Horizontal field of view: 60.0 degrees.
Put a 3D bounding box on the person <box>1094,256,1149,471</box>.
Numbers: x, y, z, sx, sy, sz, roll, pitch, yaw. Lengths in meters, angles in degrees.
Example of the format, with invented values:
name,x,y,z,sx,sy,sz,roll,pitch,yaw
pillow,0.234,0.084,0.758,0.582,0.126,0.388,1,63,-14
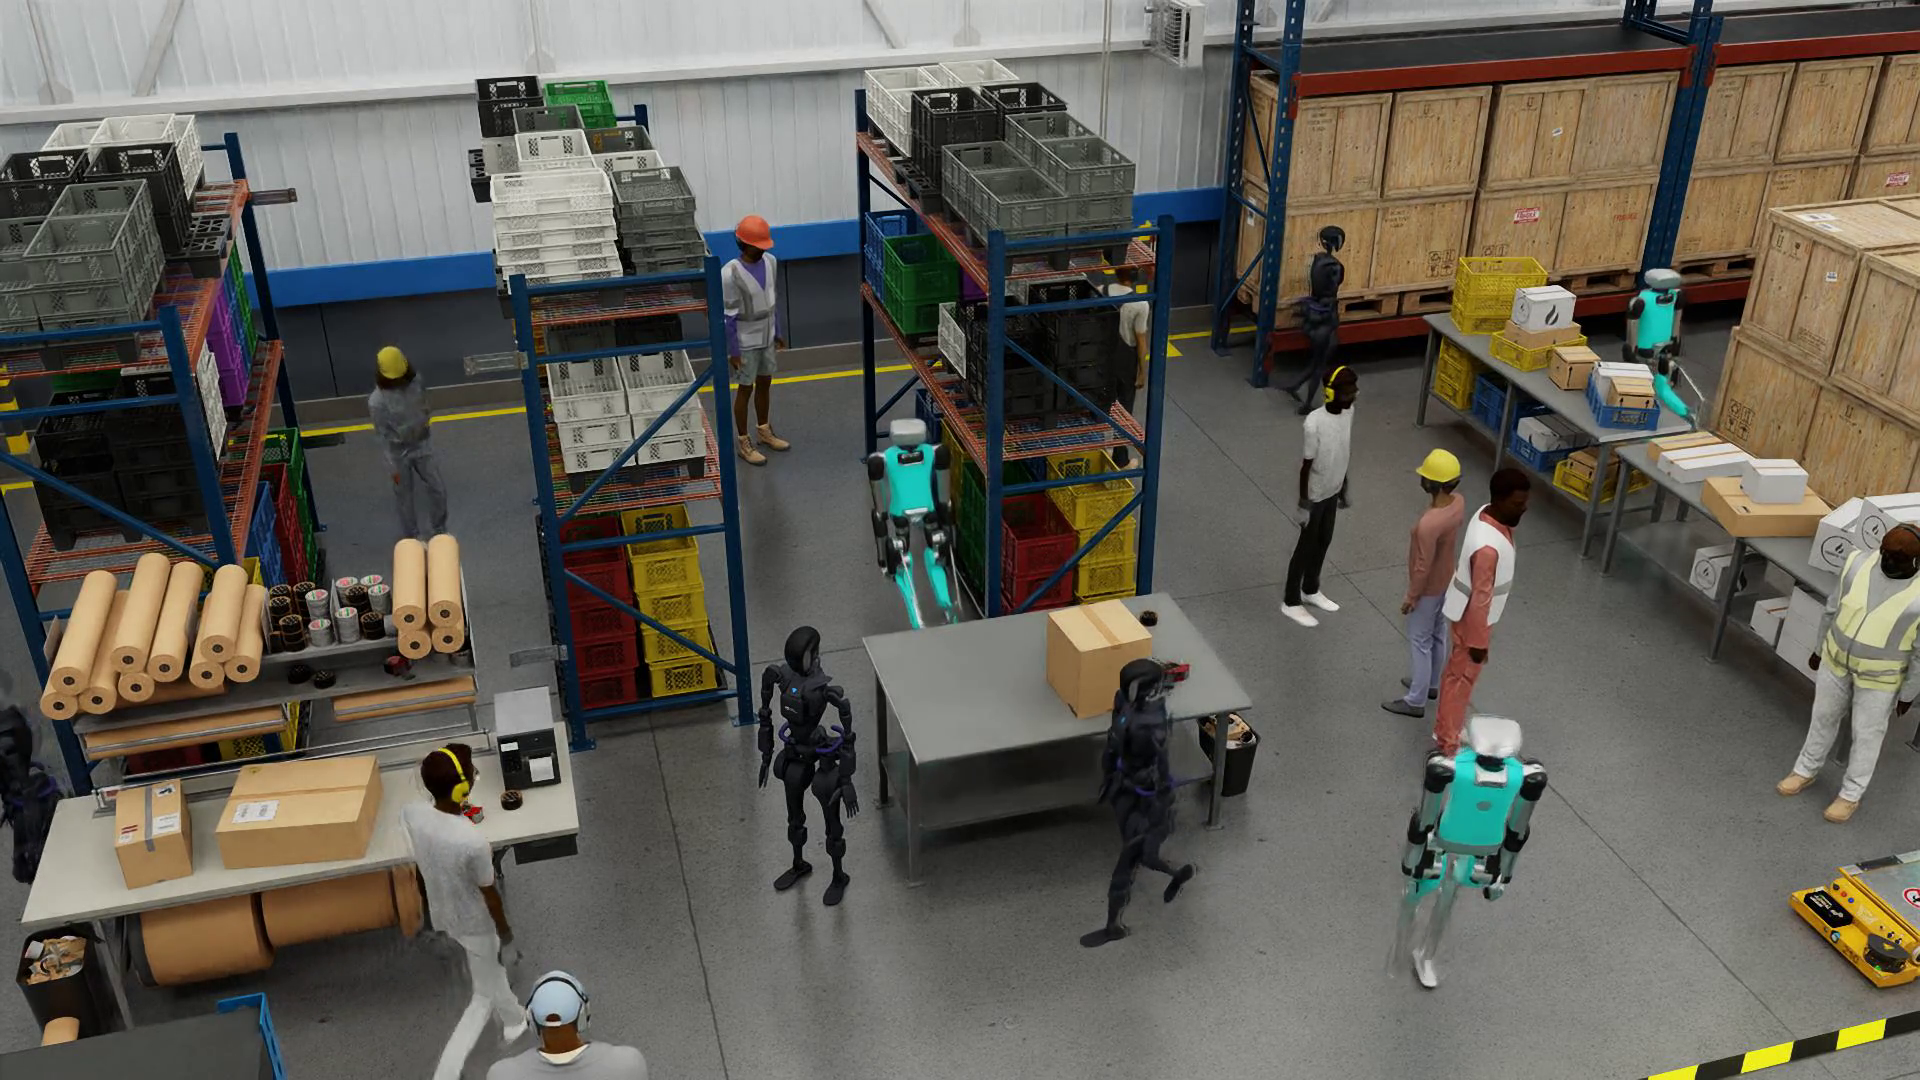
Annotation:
name,x,y,z,sx,sy,sz,roll,pitch,yaw
person,1.255,-1.386,13.062,0.498,1.838,0.349,23,36,36

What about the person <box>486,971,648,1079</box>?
name,x,y,z,sx,sy,sz,roll,pitch,yaw
person,-1.412,2.345,6.255,0.587,1.848,0.395,-5,29,-9

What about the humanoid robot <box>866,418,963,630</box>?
name,x,y,z,sx,sy,sz,roll,pitch,yaw
humanoid robot,-0.219,0.229,10.281,0.551,1.825,0.892,-7,30,-13

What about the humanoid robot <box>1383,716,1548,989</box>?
name,x,y,z,sx,sy,sz,roll,pitch,yaw
humanoid robot,2.361,1.490,7.973,0.555,1.819,0.789,3,29,5

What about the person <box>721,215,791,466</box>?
name,x,y,z,sx,sy,sz,roll,pitch,yaw
person,-1.616,-1.599,13.241,0.381,2.035,0.604,18,34,30

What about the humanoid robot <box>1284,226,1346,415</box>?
name,x,y,z,sx,sy,sz,roll,pitch,yaw
humanoid robot,3.044,-1.845,14.046,0.350,1.647,0.583,-4,29,-8

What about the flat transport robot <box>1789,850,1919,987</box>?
name,x,y,z,sx,sy,sz,roll,pitch,yaw
flat transport robot,5.163,1.916,8.676,1.431,0.231,0.659,-8,30,-14

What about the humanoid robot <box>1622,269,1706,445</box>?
name,x,y,z,sx,sy,sz,roll,pitch,yaw
humanoid robot,5.407,-1.175,12.787,0.546,1.727,1.027,-12,31,-20

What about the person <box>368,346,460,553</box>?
name,x,y,z,sx,sy,sz,roll,pitch,yaw
person,-3.929,-0.626,11.810,0.589,1.690,0.508,21,35,33

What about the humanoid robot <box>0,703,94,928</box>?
name,x,y,z,sx,sy,sz,roll,pitch,yaw
humanoid robot,-4.602,1.351,8.246,0.353,1.645,0.591,-25,38,-38

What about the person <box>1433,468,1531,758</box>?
name,x,y,z,sx,sy,sz,roll,pitch,yaw
person,2.997,0.444,9.645,0.400,1.916,0.589,9,30,17

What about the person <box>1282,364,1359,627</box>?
name,x,y,z,sx,sy,sz,roll,pitch,yaw
person,2.419,-0.301,11.061,0.498,1.861,0.325,-24,37,-37

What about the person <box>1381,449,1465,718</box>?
name,x,y,z,sx,sy,sz,roll,pitch,yaw
person,2.835,0.265,10.123,0.329,1.767,0.525,21,35,33

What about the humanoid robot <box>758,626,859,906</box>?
name,x,y,z,sx,sy,sz,roll,pitch,yaw
humanoid robot,-0.769,1.159,8.575,0.599,1.656,0.315,14,32,24

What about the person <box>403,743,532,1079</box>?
name,x,y,z,sx,sy,sz,roll,pitch,yaw
person,-2.230,1.716,7.428,0.533,1.834,0.872,18,33,29

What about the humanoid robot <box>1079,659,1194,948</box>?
name,x,y,z,sx,sy,sz,roll,pitch,yaw
humanoid robot,0.947,1.293,8.370,0.689,1.637,0.603,-11,31,-20

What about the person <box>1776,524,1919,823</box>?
name,x,y,z,sx,sy,sz,roll,pitch,yaw
person,5.022,0.721,9.231,0.429,1.834,0.631,-17,33,-28
